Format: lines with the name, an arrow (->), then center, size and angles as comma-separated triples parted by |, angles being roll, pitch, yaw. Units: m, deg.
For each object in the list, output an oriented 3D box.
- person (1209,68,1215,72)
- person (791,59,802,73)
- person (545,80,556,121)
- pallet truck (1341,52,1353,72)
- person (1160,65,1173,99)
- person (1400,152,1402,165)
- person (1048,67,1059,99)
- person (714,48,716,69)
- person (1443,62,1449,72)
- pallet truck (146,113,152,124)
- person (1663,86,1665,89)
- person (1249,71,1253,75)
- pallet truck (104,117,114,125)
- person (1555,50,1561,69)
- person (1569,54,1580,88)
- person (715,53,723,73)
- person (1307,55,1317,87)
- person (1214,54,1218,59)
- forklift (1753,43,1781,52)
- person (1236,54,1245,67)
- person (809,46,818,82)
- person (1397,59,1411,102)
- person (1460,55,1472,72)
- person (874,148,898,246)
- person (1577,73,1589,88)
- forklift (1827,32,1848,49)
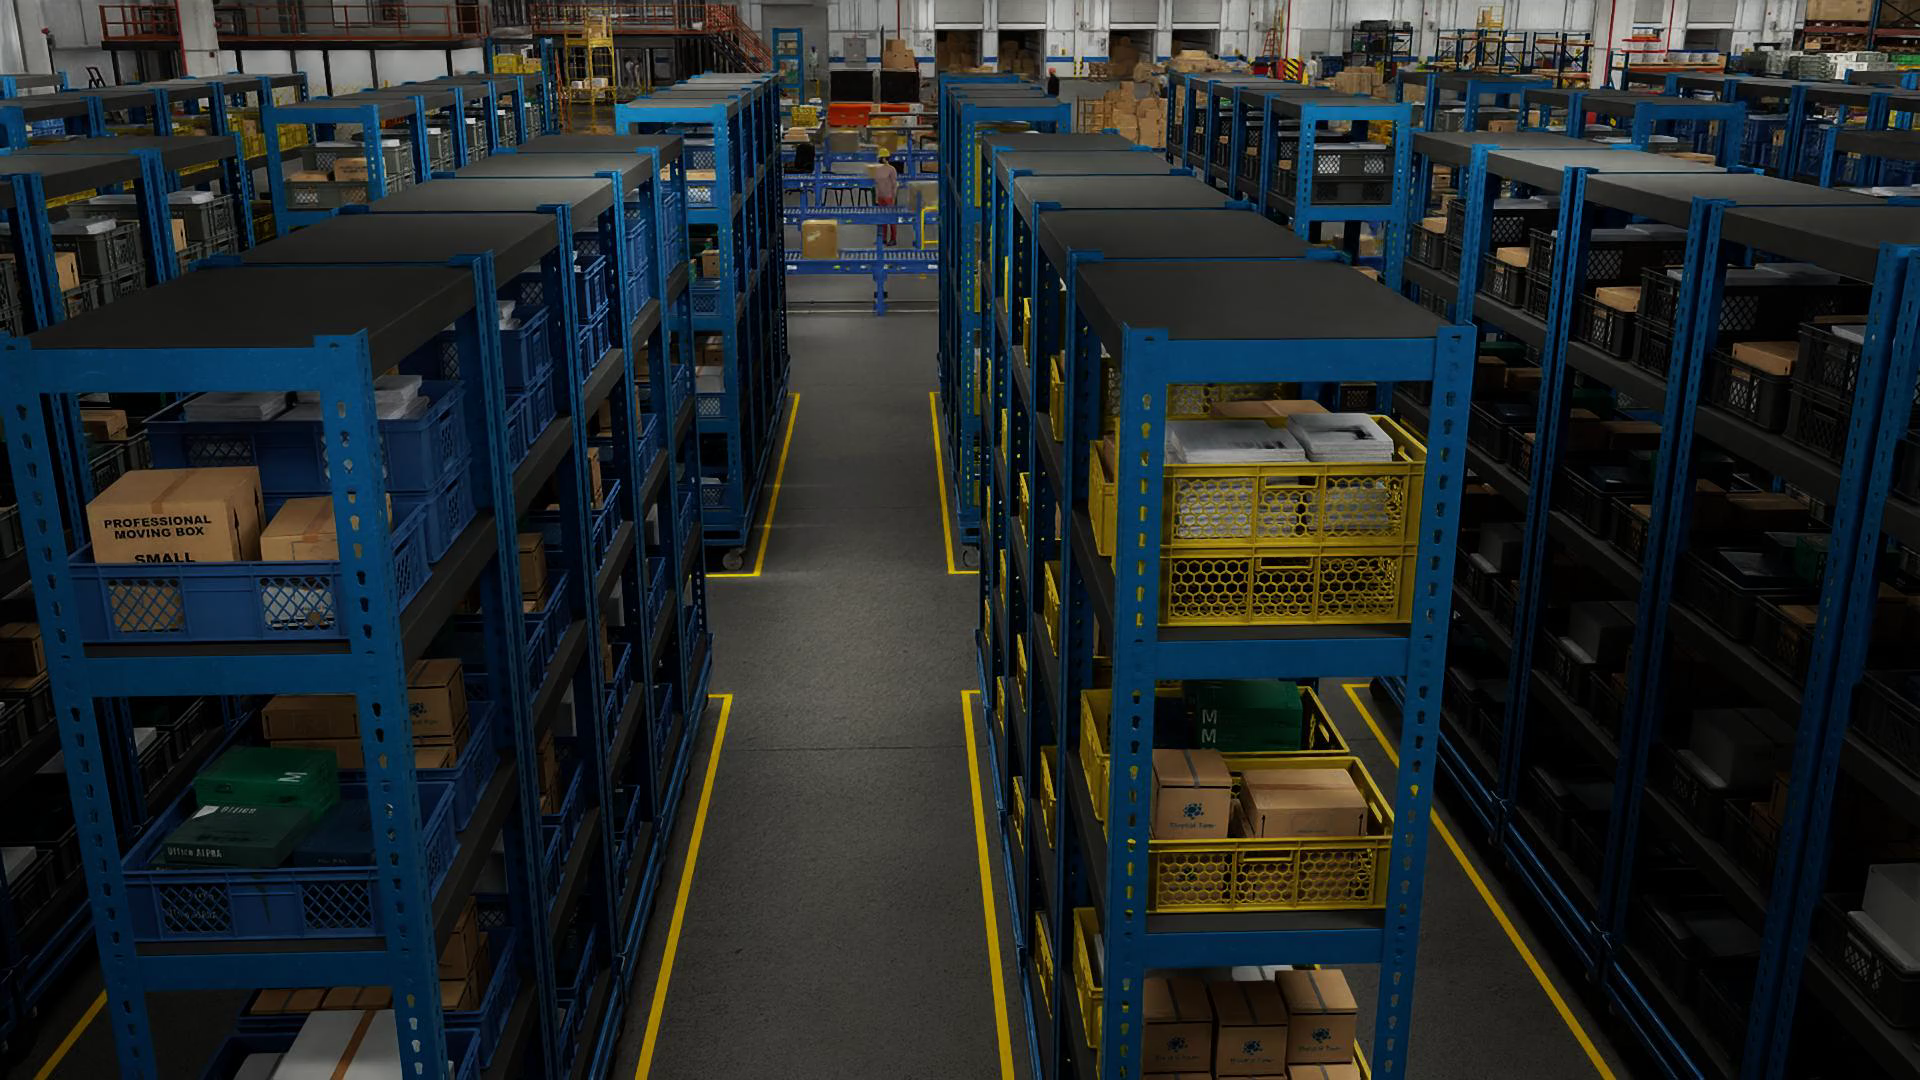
person -> 9.835, -17.750, 65.850 | 0.762, 1.851, 0.529 | -5, 19, -15
person -> -8.704, -25.105, 88.527 | 0.556, 1.907, 0.931 | -3, 18, -10
person -> -15.484, -16.701, 62.536 | 0.362, 1.886, 0.575 | 15, 23, 38
pallet truck -> 18.794, -23.123, 82.231 | 0.823, 1.965, 1.885 | -13, 22, -35
person -> 7.978, -17.334, 64.248 | 0.688, 2.000, 1.026 | -3, 18, -10
person -> 12.177, -11.040, 45.357 | 0.540, 1.678, 0.661 | -1, 18, -3
person -> 3.492, -16.814, 62.714 | 0.396, 1.992, 0.622 | -11, 21, -31
person -> -13.859, -26.851, 93.789 | 0.393, 1.985, 0.611 | -6, 19, -19
person -> 21.901, -20.689, 75.105 | 0.315, 1.743, 0.487 | 7, 19, 21
pallet truck -> -18.087, -8.309, 36.390 | 1.885, 1.965, 0.823 | -1, 18, -4
person -> 30.240, -19.325, 70.572 | 0.643, 1.939, 0.635 | 2, 18, 7
person -> 11.290, -17.514, 65.254 | 0.406, 1.750, 0.538 | 4, 18, 12
pallet truck -> -18.367, -7.885, 35.078 | 1.885, 1.965, 0.823 | 1, 18, 2
person -> 31.991, -25.266, 89.056 | 1.000, 1.891, 0.553 | -10, 21, -29
person -> 29.620, -22.416, 80.154 | 0.371, 1.925, 0.595 | 12, 21, 32
person -> -13.020, -25.379, 89.525 | 0.625, 1.798, 0.924 | -16, 24, -41
person -> 16.806, -22.183, 79.438 | 0.373, 1.933, 0.623 | -12, 21, -33
person -> 13.498, -24.760, 87.775 | 0.316, 1.698, 0.541 | 1, 18, 2
forklift -> 31.161, -17.893, 64.634 | 1.129, 2.768, 1.873 | -1, 18, -2
person -> 14.050, -23.515, 83.720 | 0.670, 1.824, 0.640 | -1, 18, -2
person -> -8.272, -26.913, 94.042 | 0.617, 1.943, 0.395 | -16, 24, -41
person -> 19.715, -20.364, 73.851 | 0.569, 1.896, 0.646 | -13, 22, -35
person -> 23.891, -21.933, 78.677 | 0.387, 1.919, 0.594 | -14, 23, -37
person -> -1.374, -6.295, 30.527 | 0.324, 1.767, 0.533 | -17, 25, -42
person -> 22.194, -15.644, 59.251 | 0.951, 1.888, 0.566 | -2, 18, -5
forklift -> 46.023, -25.321, 87.619 | 1.129, 2.768, 1.873 | -1, 18, -2
